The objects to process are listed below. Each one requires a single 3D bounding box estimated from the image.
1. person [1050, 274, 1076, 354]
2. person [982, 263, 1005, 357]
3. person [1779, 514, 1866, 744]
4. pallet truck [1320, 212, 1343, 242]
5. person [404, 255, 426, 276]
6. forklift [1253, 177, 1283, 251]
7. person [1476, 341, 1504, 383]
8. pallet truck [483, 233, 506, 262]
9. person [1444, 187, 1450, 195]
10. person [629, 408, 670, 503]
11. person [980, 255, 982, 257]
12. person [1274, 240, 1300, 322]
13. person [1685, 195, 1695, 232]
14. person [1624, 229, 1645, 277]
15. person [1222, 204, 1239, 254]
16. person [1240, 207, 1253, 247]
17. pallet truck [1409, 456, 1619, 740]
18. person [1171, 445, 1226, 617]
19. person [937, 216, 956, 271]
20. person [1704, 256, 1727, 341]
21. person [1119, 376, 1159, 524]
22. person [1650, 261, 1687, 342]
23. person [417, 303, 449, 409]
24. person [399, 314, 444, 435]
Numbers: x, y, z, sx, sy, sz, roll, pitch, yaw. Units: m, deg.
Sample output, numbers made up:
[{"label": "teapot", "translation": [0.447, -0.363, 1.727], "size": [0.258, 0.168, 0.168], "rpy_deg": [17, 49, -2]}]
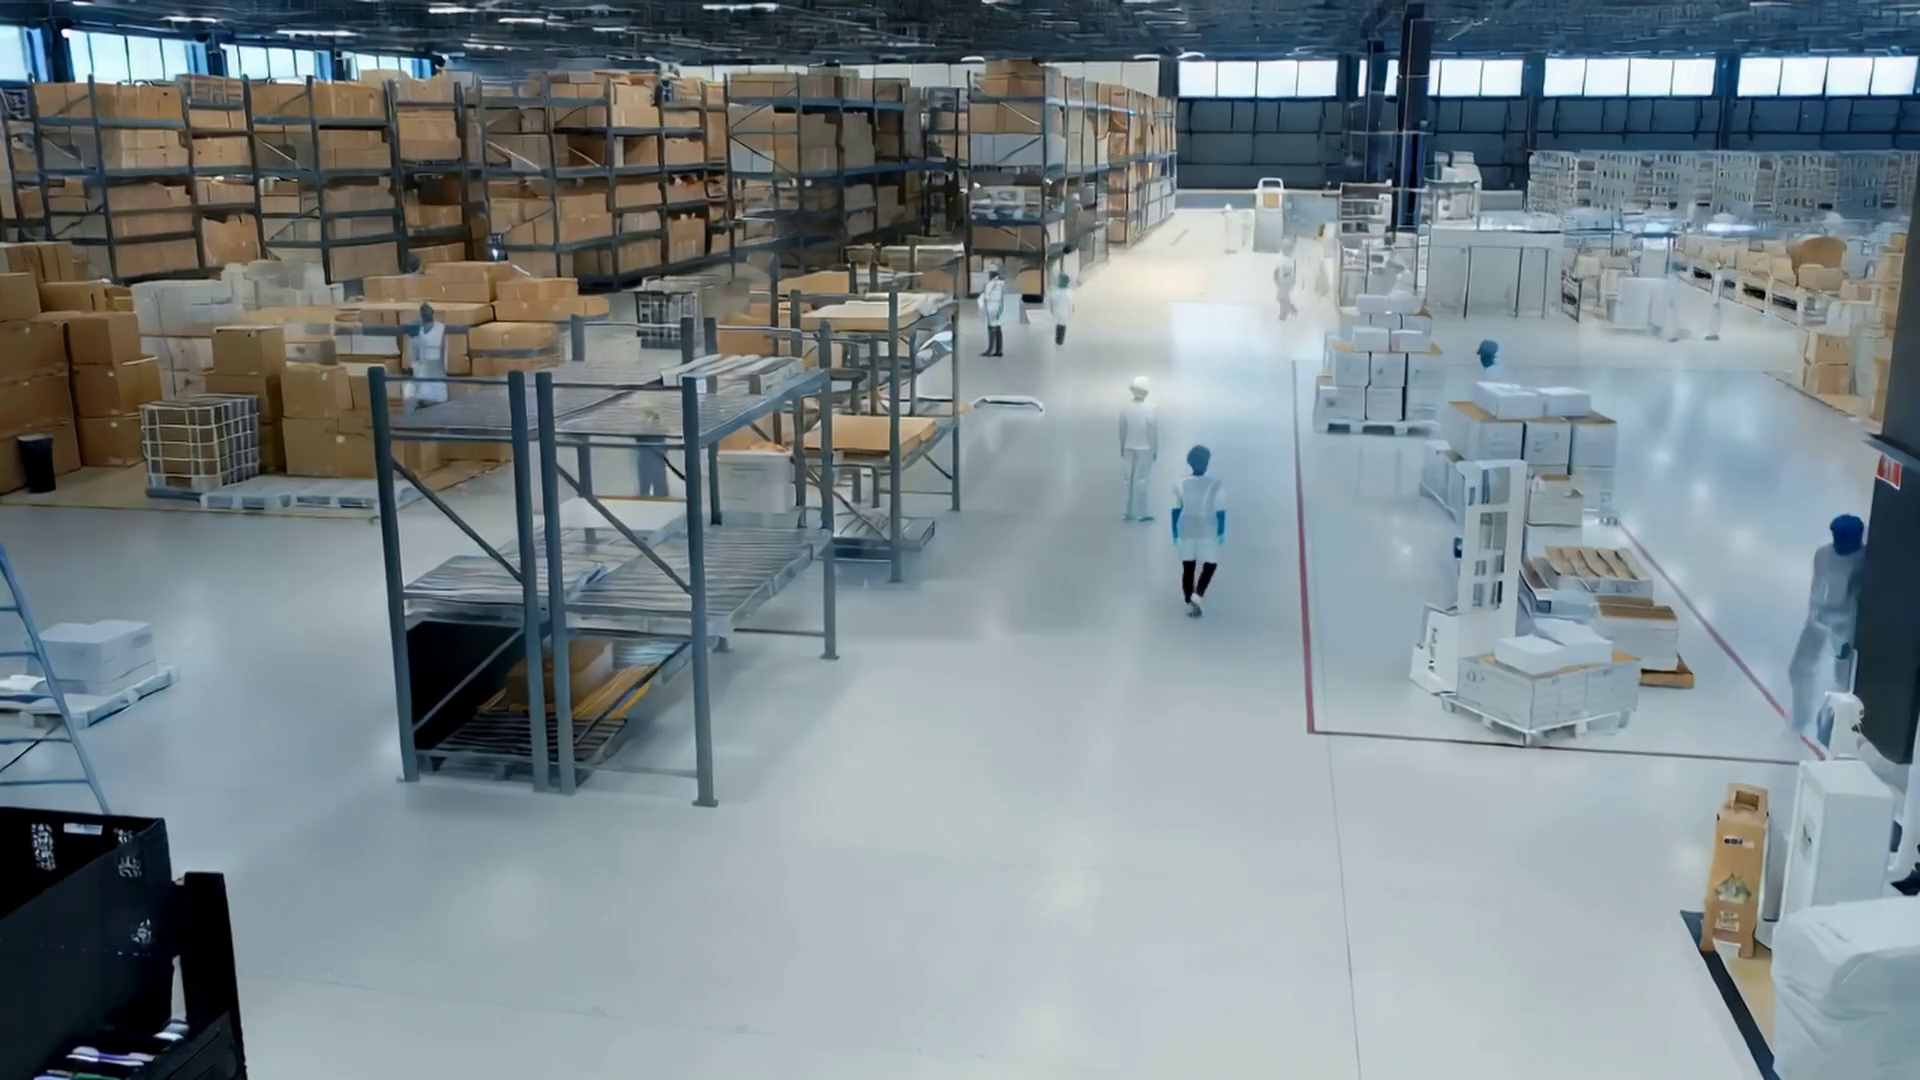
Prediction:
[{"label": "person", "translation": [2.186, -4.744, 34.932], "size": [0.553, 1.665, 0.735], "rpy_deg": [-6, 15, -21]}, {"label": "person", "translation": [0.688, -4.763, 34.481], "size": [0.356, 1.936, 0.551], "rpy_deg": [-11, 18, -39]}, {"label": "person", "translation": [6.566, 0.699, 12.550], "size": [0.647, 1.811, 0.619], "rpy_deg": [-7, 15, -26]}, {"label": "pallet truck", "translation": [15.874, -13.227, 70.310], "size": [0.680, 1.201, 1.601], "rpy_deg": [10, 17, 35]}, {"label": "person", "translation": [-12.203, -5.416, 37.181], "size": [0.781, 1.928, 0.393], "rpy_deg": [8, 16, 30]}, {"label": "forklift", "translation": [12.083, -12.747, 64.956], "size": [1.129, 2.768, 1.873], "rpy_deg": [3, 14, 10]}, {"label": "person", "translation": [7.119, -1.706, 22.175], "size": [0.811, 1.895, 0.591], "rpy_deg": [7, 15, 25]}, {"label": "pallet truck", "translation": [-11.832, -7.026, 43.548], "size": [1.885, 1.965, 0.823], "rpy_deg": [8, 16, 28]}, {"label": "person", "translation": [23.536, -16.153, 80.608], "size": [0.387, 1.992, 0.625], "rpy_deg": [-9, 17, -33]}, {"label": "person", "translation": [-3.379, -0.694, 18.262], "size": [0.508, 1.795, 0.984], "rpy_deg": [-8, 16, -30]}, {"label": "person", "translation": [0.852, -9.277, 53.303], "size": [0.540, 1.695, 0.317], "rpy_deg": [-8, 16, -28]}, {"label": "person", "translation": [7.999, -6.321, 40.594], "size": [0.668, 2.000, 0.700], "rpy_deg": [8, 16, 30]}, {"label": "person", "translation": [31.733, -13.986, 72.026], "size": [0.785, 1.881, 0.673], "rpy_deg": [4, 14, 16]}, {"label": "person", "translation": [20.709, -8.705, 51.068], "size": [0.541, 1.646, 0.868], "rpy_deg": [3, 14, 14]}, {"label": "person", "translation": [10.267, -11.785, 63.076], "size": [0.651, 1.914, 0.533], "rpy_deg": [0, 14, -2]}, {"label": "person", "translation": [11.599, -12.634, 67.152], "size": [0.516, 1.583, 0.852], "rpy_deg": [9, 16, 31]}, {"label": "pallet truck", "translation": [4.504, 0.400, 13.395], "size": [0.823, 1.965, 1.885], "rpy_deg": [-6, 15, -23]}, {"label": "person", "translation": [2.253, -0.059, 15.889], "size": [0.538, 1.681, 0.468], "rpy_deg": [6, 15, 23]}, {"label": "person", "translation": [-0.429, -9.760, 54.906], "size": [0.651, 1.879, 0.892], "rpy_deg": [1, 14, 3]}, {"label": "person", "translation": [16.922, -5.391, 37.163], "size": [0.324, 1.876, 0.526], "rpy_deg": [5, 15, 19]}, {"label": "person", "translation": [2.147, -1.082, 19.883], "size": [0.533, 1.771, 0.301], "rpy_deg": [10, 17, 36]}, {"label": "person", "translation": [15.776, -5.302, 36.962], "size": [0.625, 1.802, 0.629], "rpy_deg": [6, 15, 21]}, {"label": "person", "translation": [-8.500, -2.851, 26.760], "size": [0.590, 1.919, 0.393], "rpy_deg": [2, 14, 7]}, {"label": "person", "translation": [-8.340, -2.466, 25.247], "size": [0.957, 1.888, 0.569], "rpy_deg": [-10, 17, -35]}]
